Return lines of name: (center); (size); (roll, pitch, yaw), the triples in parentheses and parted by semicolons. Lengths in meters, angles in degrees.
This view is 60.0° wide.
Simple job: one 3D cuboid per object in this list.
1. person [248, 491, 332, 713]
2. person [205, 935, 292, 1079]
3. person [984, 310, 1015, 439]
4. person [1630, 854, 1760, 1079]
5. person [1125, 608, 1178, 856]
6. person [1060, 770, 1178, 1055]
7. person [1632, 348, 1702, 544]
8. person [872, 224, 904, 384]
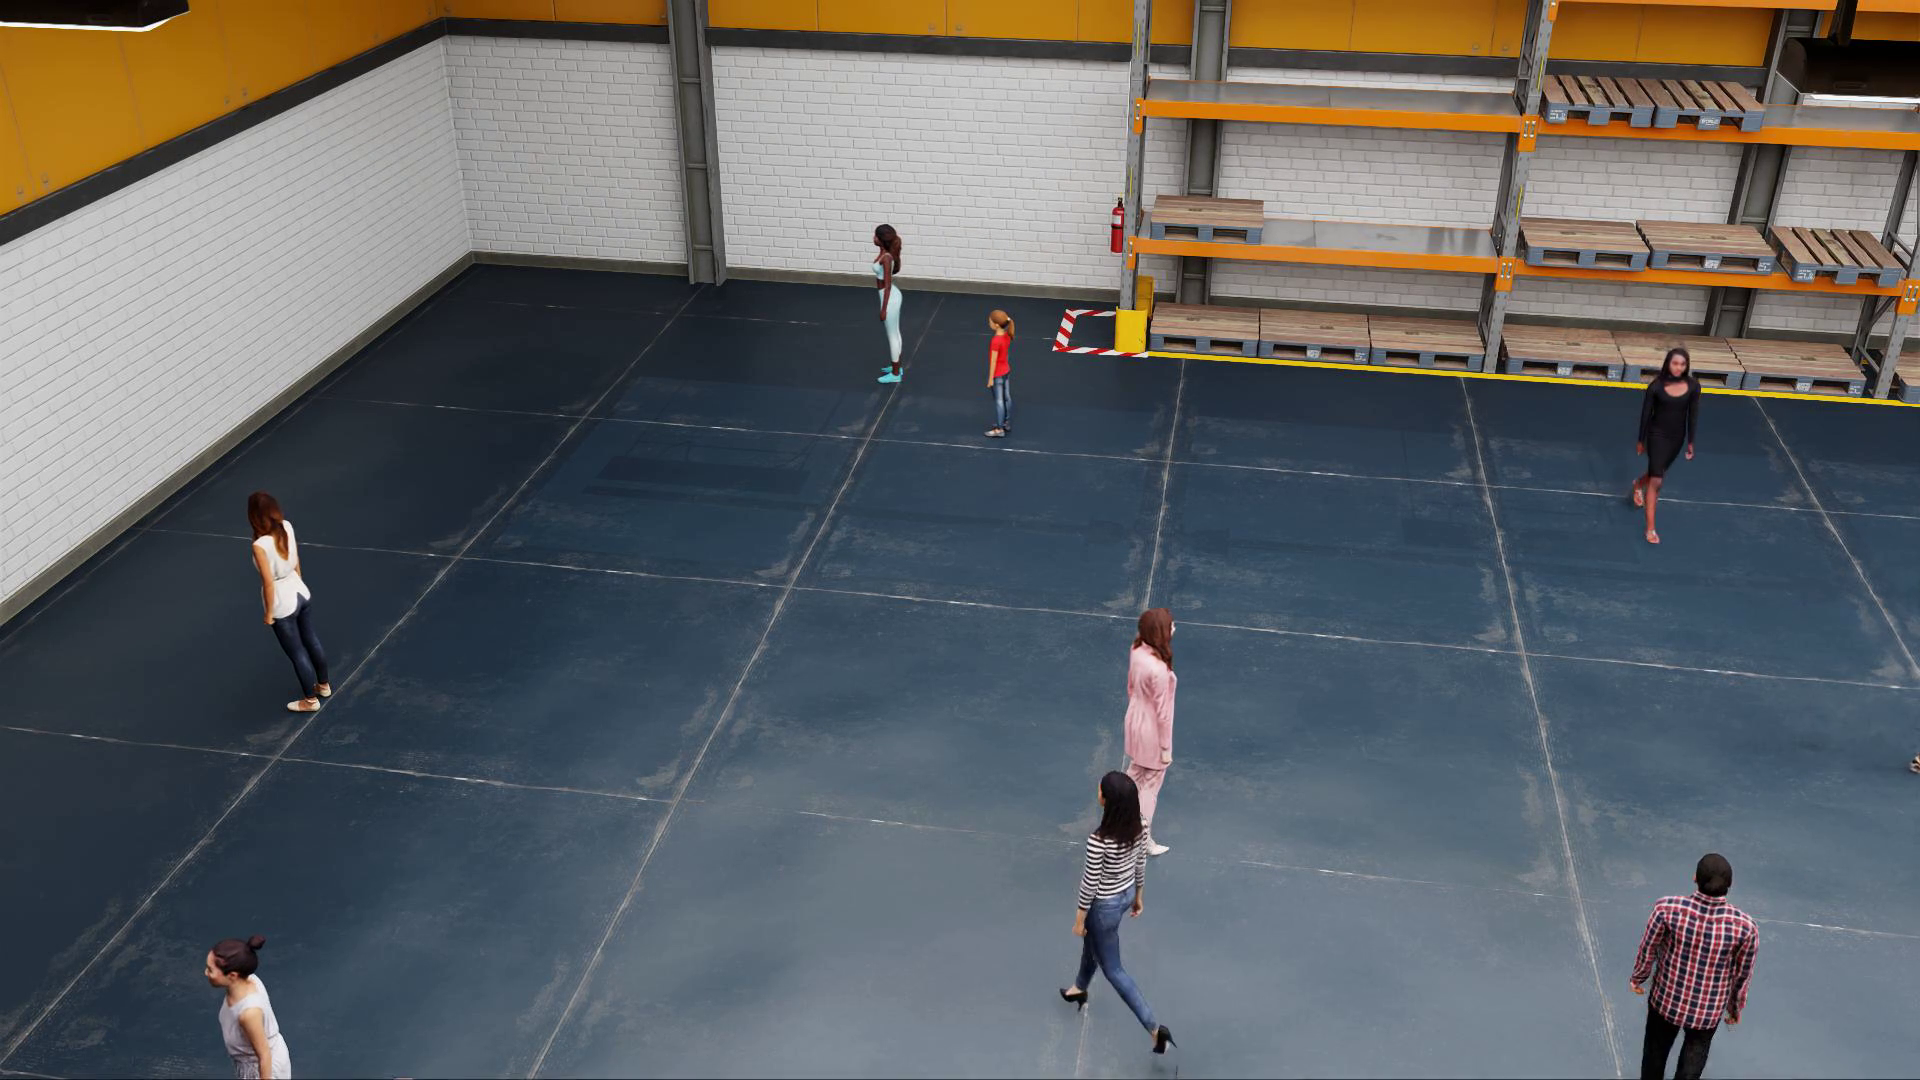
person: (-4.885, 0.451, 12.128); (0.533, 1.783, 0.592); (7, 29, 12)
person: (-3.491, 2.624, 8.327); (0.698, 1.608, 0.648); (-16, 33, -27)
person: (0.405, -1.658, 16.489); (0.545, 1.310, 0.523); (14, 31, 23)
person: (3.763, 2.397, 8.597); (0.682, 1.748, 0.835); (12, 31, 21)
person: (1.206, 1.226, 10.688); (0.691, 1.802, 0.694); (-10, 30, -18)
person: (0.881, 2.090, 9.150); (1.019, 1.757, 1.173); (-25, 37, -38)
person: (6.202, -0.899, 14.700); (1.131, 1.690, 0.814); (0, 29, 0)
person: (-0.749, -2.510, 17.617); (0.548, 1.724, 0.580); (2, 29, 4)
